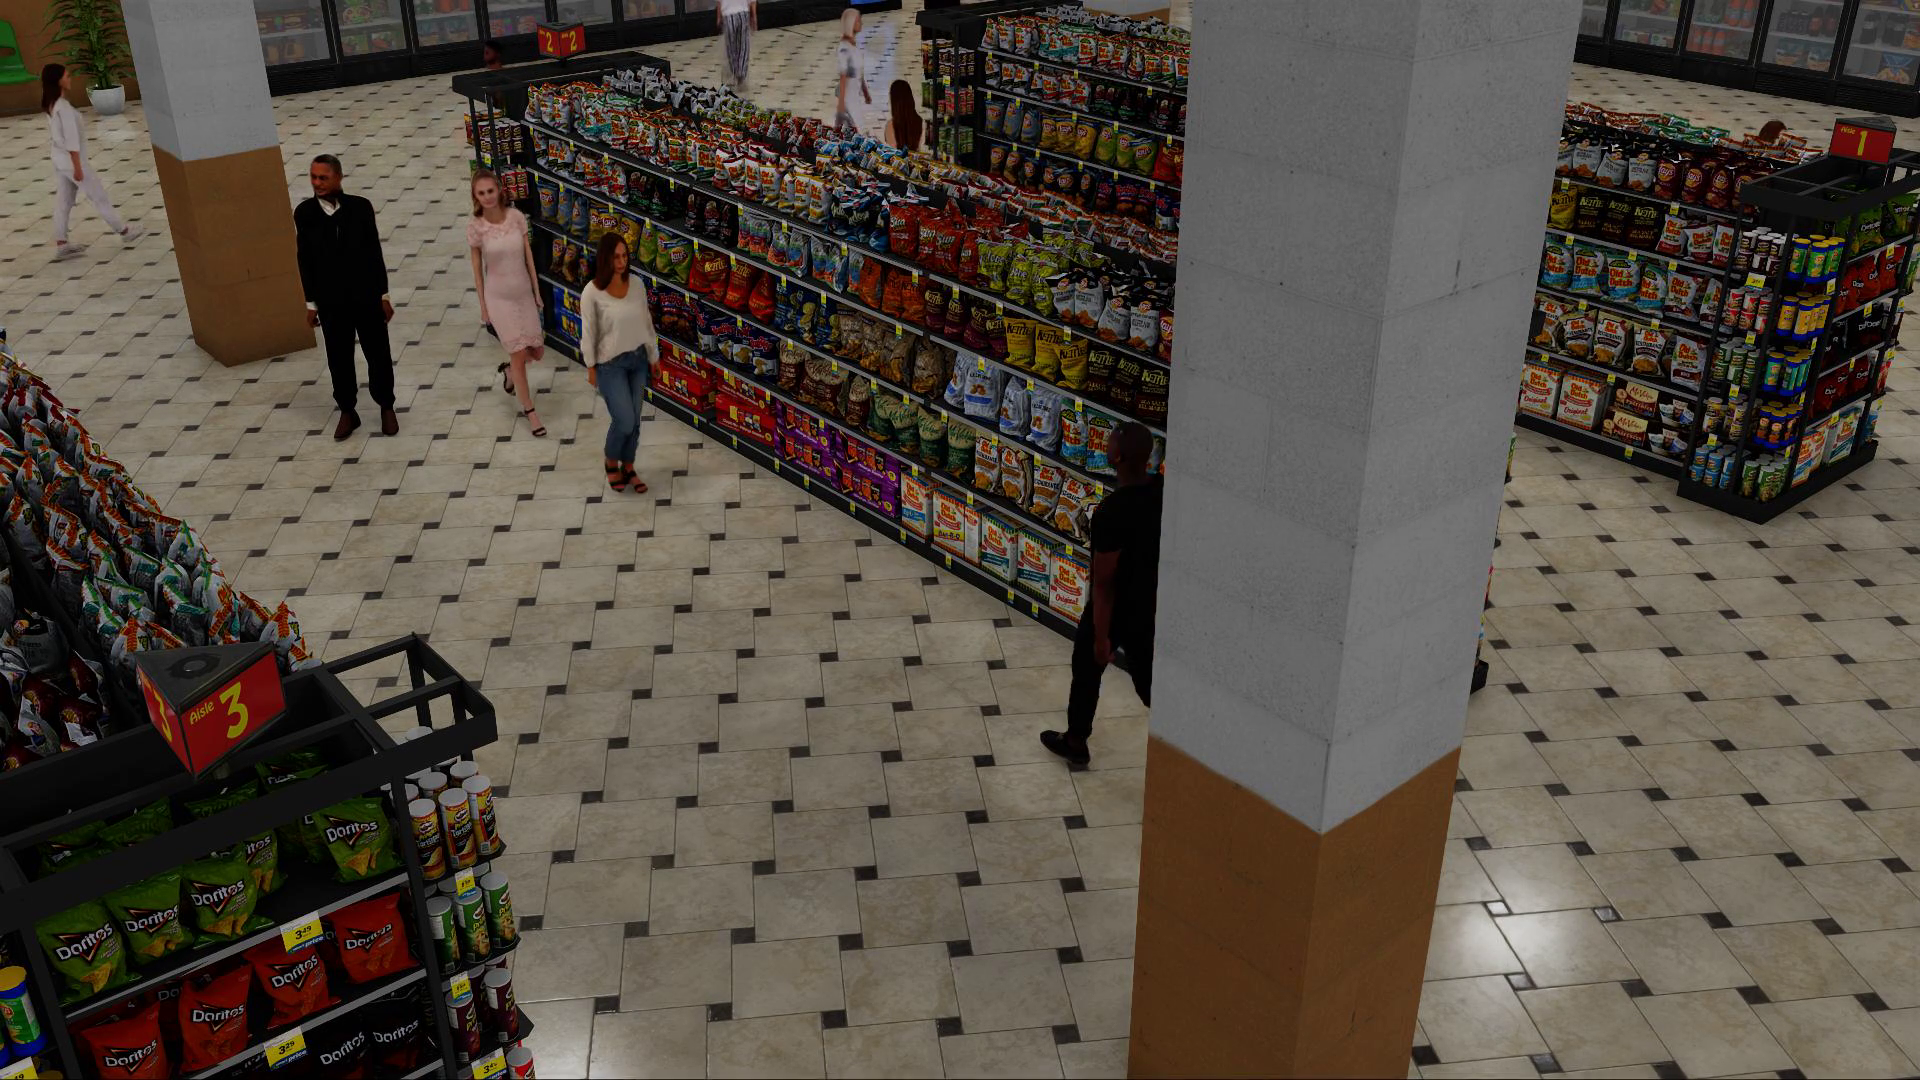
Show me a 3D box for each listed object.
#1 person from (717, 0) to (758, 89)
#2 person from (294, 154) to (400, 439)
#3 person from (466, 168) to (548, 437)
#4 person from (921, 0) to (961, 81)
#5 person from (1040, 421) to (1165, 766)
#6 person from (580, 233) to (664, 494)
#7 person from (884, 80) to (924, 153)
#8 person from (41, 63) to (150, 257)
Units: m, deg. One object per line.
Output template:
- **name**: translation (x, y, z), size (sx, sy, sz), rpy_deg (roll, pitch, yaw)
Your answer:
- **person**: translation (-2.827, -6.546, 21.054), size (1.139, 1.623, 1.242), rpy_deg (0, 27, 1)
- **person**: translation (-4.046, -1.614, 11.019), size (0.800, 1.904, 0.780), rpy_deg (-6, 28, -12)
- **person**: translation (-3.023, -1.591, 11.082), size (0.635, 1.806, 0.886), rpy_deg (-18, 32, -32)
- **person**: translation (-0.195, -6.486, 20.813), size (0.812, 1.735, 0.885), rpy_deg (12, 29, 22)
- **person**: translation (0.795, 0.374, 7.238), size (0.708, 1.777, 1.204), rpy_deg (-22, 34, -37)
- **person**: translation (-2.134, -1.094, 10.249), size (0.616, 1.673, 0.640), rpy_deg (23, 35, 38)
- **person**: translation (-0.401, -2.922, 13.827), size (0.614, 1.697, 0.977), rpy_deg (-17, 32, -30)
- **person**: translation (-7.893, -3.304, 14.634), size (1.021, 1.648, 0.784), rpy_deg (21, 34, 35)
